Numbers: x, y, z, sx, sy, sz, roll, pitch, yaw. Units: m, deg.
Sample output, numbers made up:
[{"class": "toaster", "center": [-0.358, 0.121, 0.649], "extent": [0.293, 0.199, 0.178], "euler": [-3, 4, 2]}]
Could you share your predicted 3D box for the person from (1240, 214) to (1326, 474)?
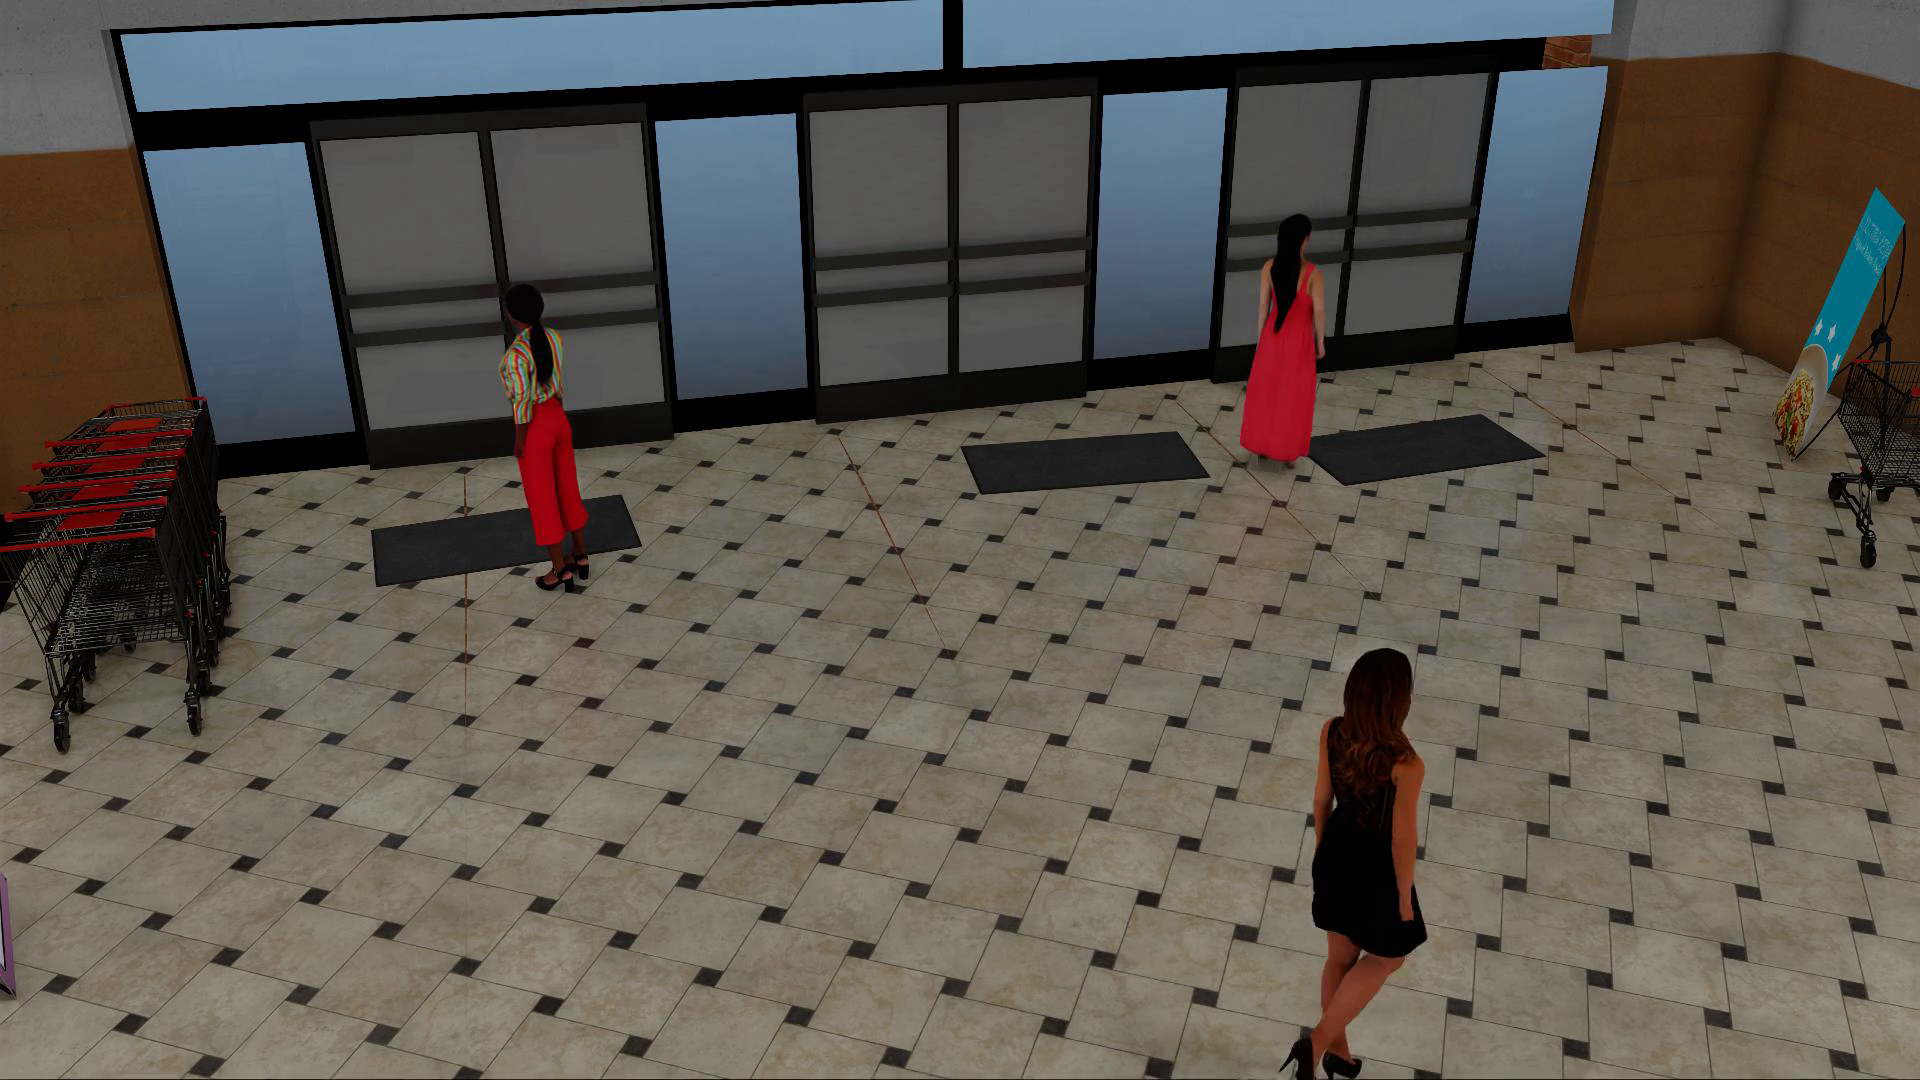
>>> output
[{"class": "person", "center": [2.083, -1.228, 10.625], "extent": [0.714, 1.722, 0.788], "euler": [17, 32, 30]}]

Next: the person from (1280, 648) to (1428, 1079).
[{"class": "person", "center": [1.312, 1.215, 5.689], "extent": [0.817, 1.828, 0.785], "euler": [-21, 34, -35]}]

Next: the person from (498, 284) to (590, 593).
[{"class": "person", "center": [-2.312, -0.556, 9.222], "extent": [0.744, 1.792, 0.668], "euler": [12, 29, 22]}]
